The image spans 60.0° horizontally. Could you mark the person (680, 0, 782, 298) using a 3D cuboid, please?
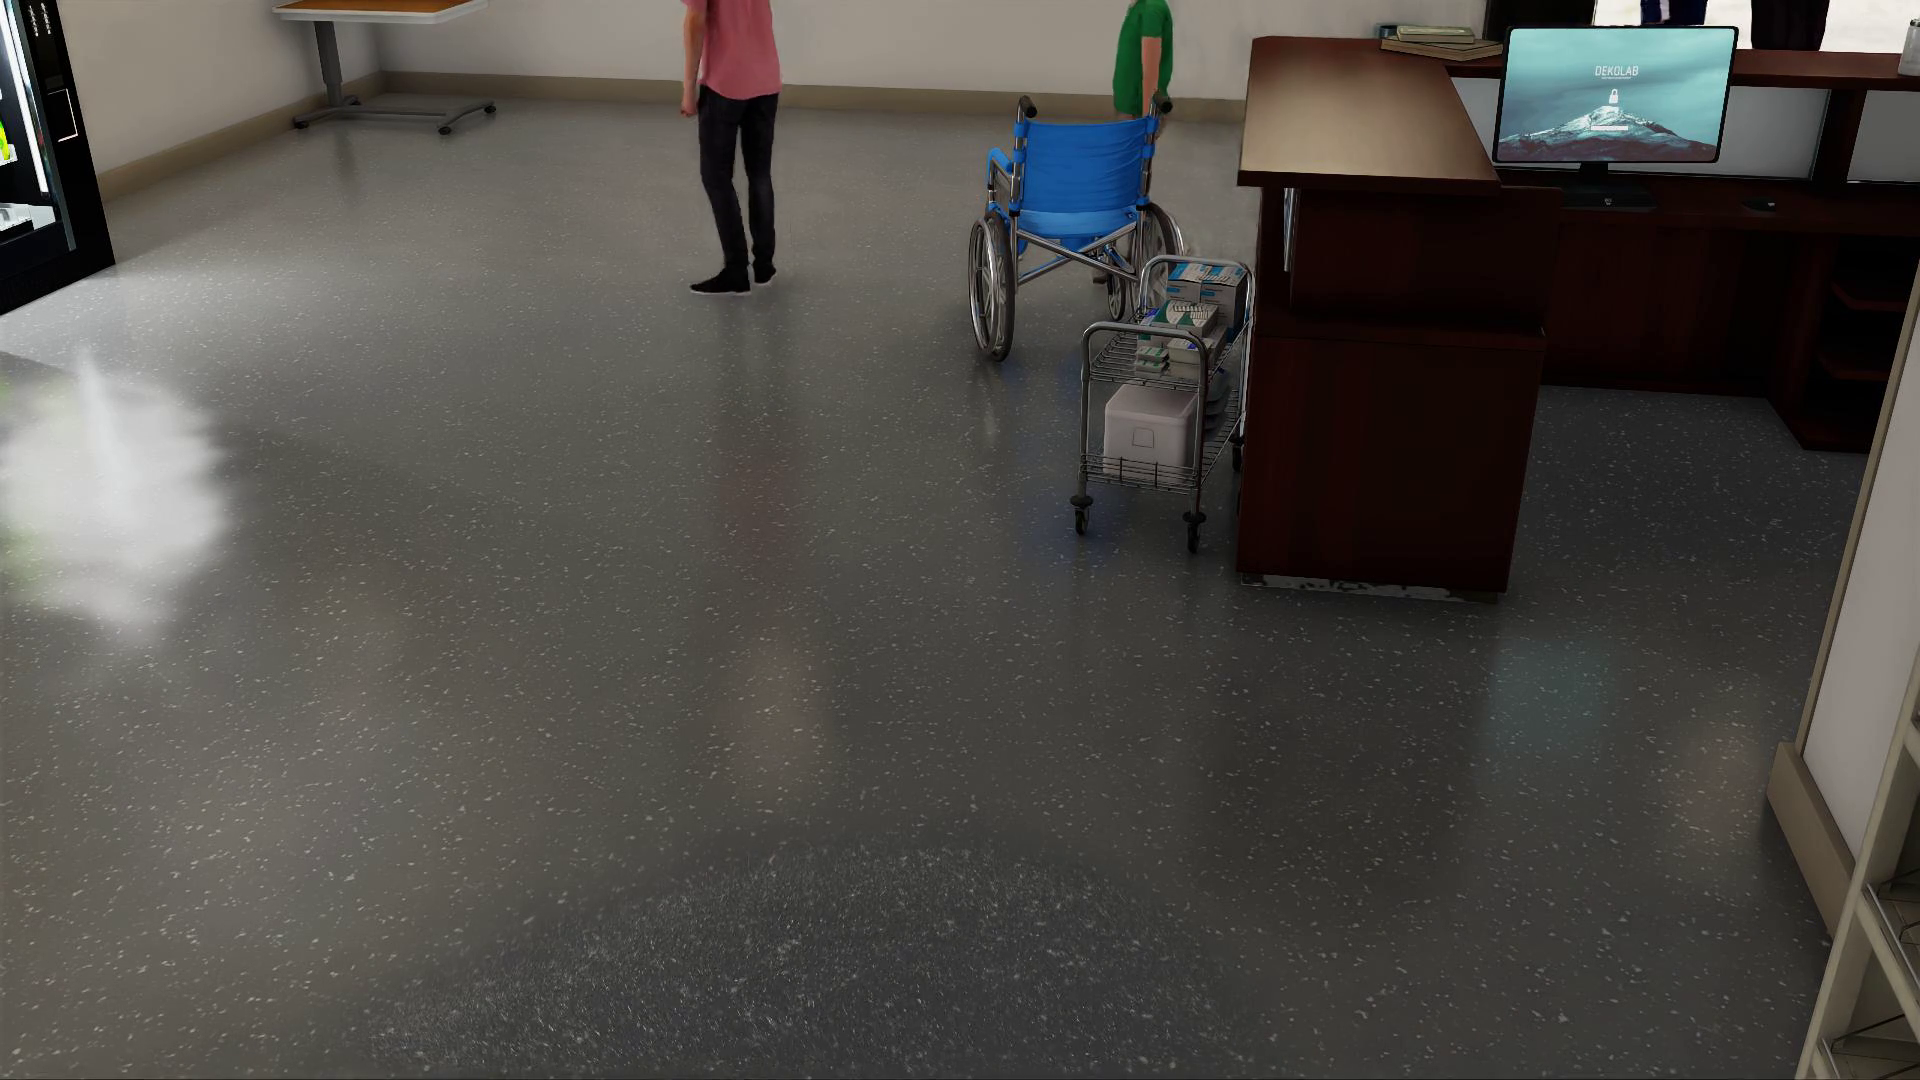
[{"bbox_3d":[-1.015,-2.128,7.752,0.756,1.944,0.890,-15,30,-29],"label":"person"}]

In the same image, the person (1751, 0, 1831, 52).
[{"bbox_3d":[4.301,-2.555,8.670,0.832,1.914,0.688,-6,26,-13],"label":"person"}]

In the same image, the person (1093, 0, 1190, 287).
[{"bbox_3d":[0.919,-1.977,7.782,0.744,1.645,0.690,-2,26,-4],"label":"person"}]
